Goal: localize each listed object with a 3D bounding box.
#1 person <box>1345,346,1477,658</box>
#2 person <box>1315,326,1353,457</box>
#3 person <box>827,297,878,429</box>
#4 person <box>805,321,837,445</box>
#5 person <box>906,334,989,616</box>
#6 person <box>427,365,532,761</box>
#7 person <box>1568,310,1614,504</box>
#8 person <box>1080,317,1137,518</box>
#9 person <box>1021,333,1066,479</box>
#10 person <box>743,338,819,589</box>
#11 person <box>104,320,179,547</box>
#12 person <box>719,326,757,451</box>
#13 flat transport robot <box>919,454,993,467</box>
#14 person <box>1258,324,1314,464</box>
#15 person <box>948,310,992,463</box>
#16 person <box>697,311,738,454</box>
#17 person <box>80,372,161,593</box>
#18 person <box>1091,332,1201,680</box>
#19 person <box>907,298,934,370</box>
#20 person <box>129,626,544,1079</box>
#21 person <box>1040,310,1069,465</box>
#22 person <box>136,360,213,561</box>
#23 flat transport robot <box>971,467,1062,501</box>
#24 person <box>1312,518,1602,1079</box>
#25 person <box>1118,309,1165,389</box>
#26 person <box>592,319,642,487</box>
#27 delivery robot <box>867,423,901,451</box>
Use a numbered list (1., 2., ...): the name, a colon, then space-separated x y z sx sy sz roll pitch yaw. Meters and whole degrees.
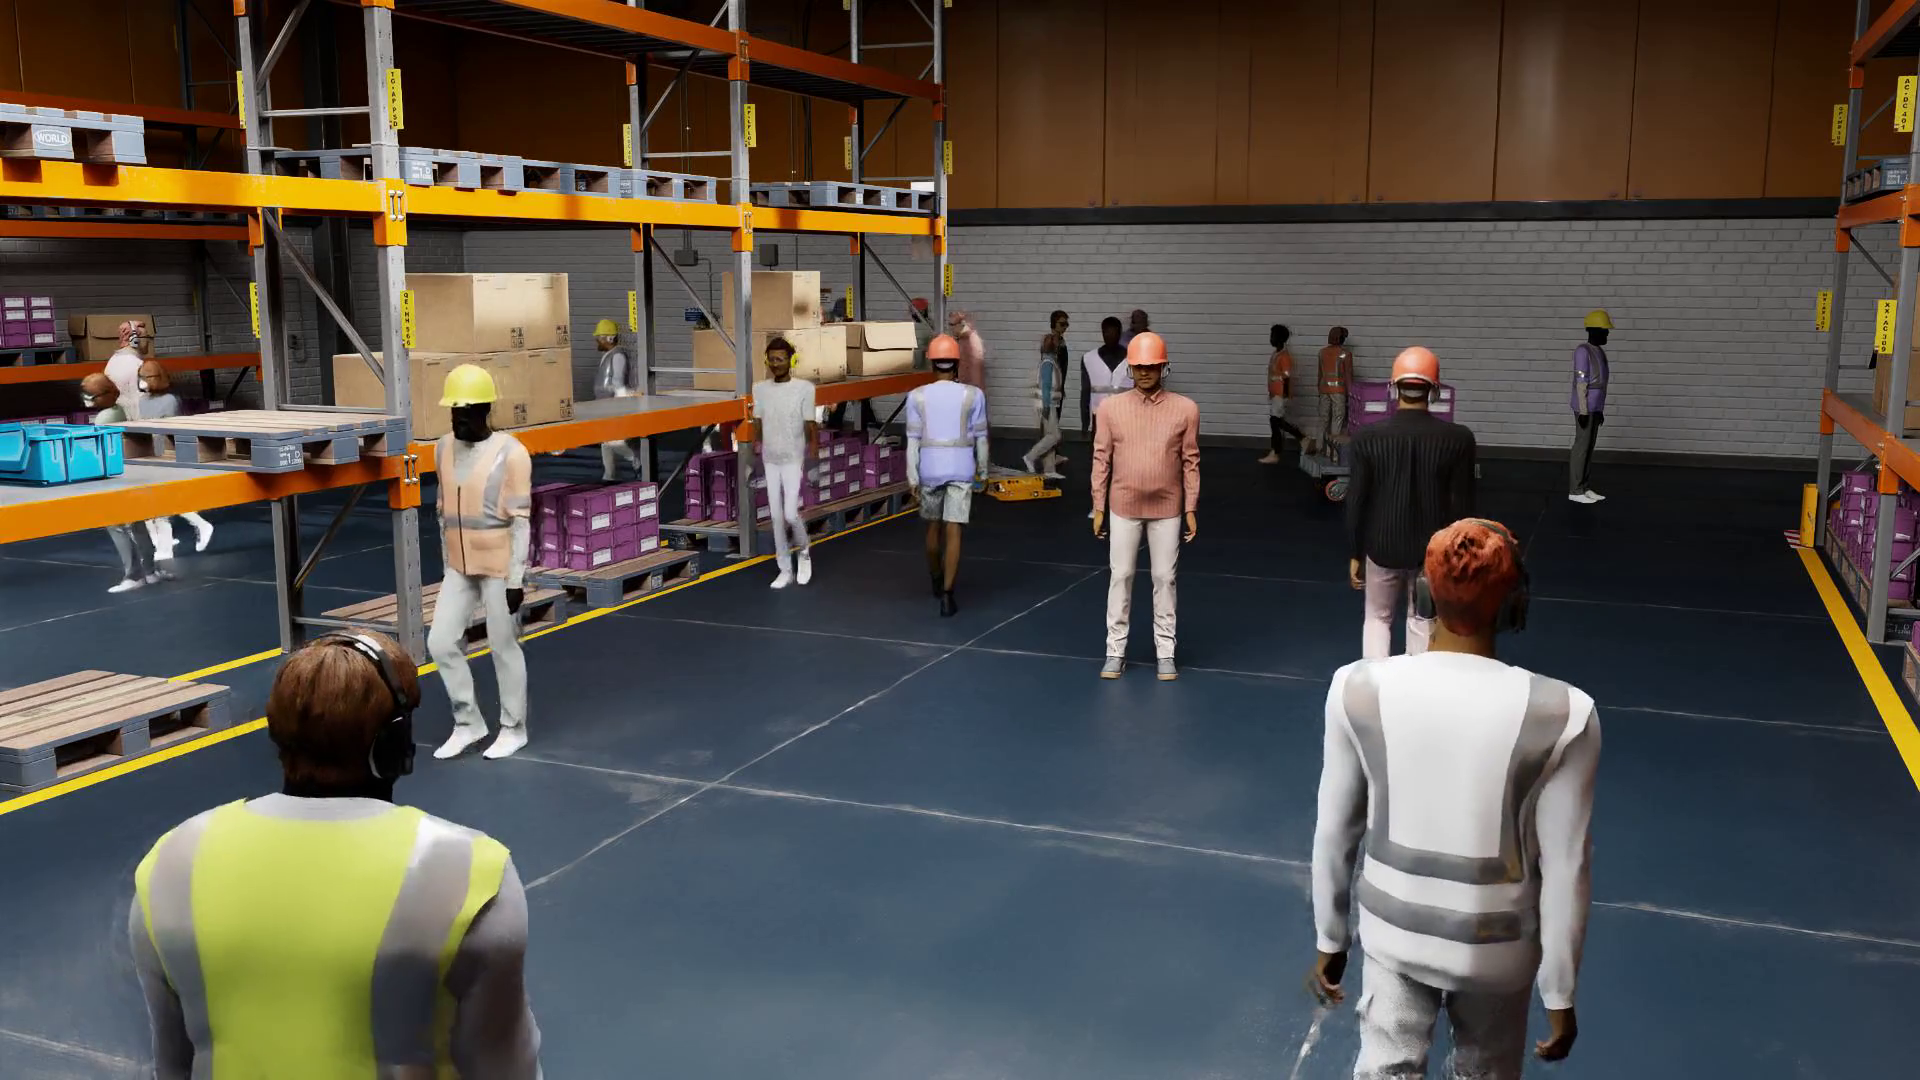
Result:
1. person: 2.205 0.047 8.140 0.620 1.978 0.461 3 10 16
2. person: 4.570 -1.787 20.318 0.311 1.633 0.519 -7 12 -38
3. person: -1.370 -2.051 20.671 0.959 2.000 0.701 -8 12 -40
4. person: -1.693 -1.578 18.200 0.841 1.902 0.578 -8 12 -39
5. person: -0.075 -0.469 11.539 0.553 1.890 0.973 1 9 9
6. person: -2.302 0.128 7.887 0.605 1.903 0.611 5 10 26
7. person: 6.328 -1.337 16.685 0.363 1.928 0.587 7 11 35
8. person: 1.422 -1.133 15.571 0.597 1.900 0.420 1 9 6
9. person: 0.956 -1.472 18.393 0.415 1.623 0.534 1 9 8
10. person: -1.319 -0.555 12.189 0.523 1.852 0.414 3 10 19
11. person: -6.931 -0.894 14.065 0.641 1.910 0.401 9 13 44
12. person: -2.522 -1.599 18.839 0.548 1.744 0.566 7 12 37
13. flat transport robot: -0.260 -0.806 18.475 0.652 0.197 1.431 -6 11 -32
14. person: 3.907 -1.743 19.871 0.604 1.680 0.536 0 9 3
15. person: 0.011 -1.702 19.098 0.867 1.854 0.770 -2 10 -15
16. person: -2.920 -1.792 19.713 0.551 1.845 0.562 -6 11 -30
17. person: -6.148 -0.435 12.183 0.363 1.605 0.656 -1 9 -7
18. person: 1.058 -0.187 9.509 0.623 1.993 0.384 1 9 7
19. person: -0.475 -2.224 22.019 0.815 1.937 0.693 4 10 23
20. person: -0.959 1.050 2.570 0.630 1.827 0.659 1 9 9
21. person: 1.137 -1.823 19.902 0.342 1.837 0.508 4 10 23
22. person: -6.367 -0.635 13.377 0.509 1.624 0.455 7 12 36
23. flat transport robot: 0.377 -0.599 17.220 0.652 0.197 1.431 -6 11 -32
24. person: 1.013 0.878 3.518 0.580 1.857 0.890 5 11 27
25. person: 2.108 -1.835 19.930 0.662 1.875 0.855 -1 9 -4
26. person: -3.635 -1.435 17.620 0.521 1.812 0.608 -5 10 -26
27. delivery robot: -1.017 -1.109 19.168 0.707 0.478 0.477 9 13 42
